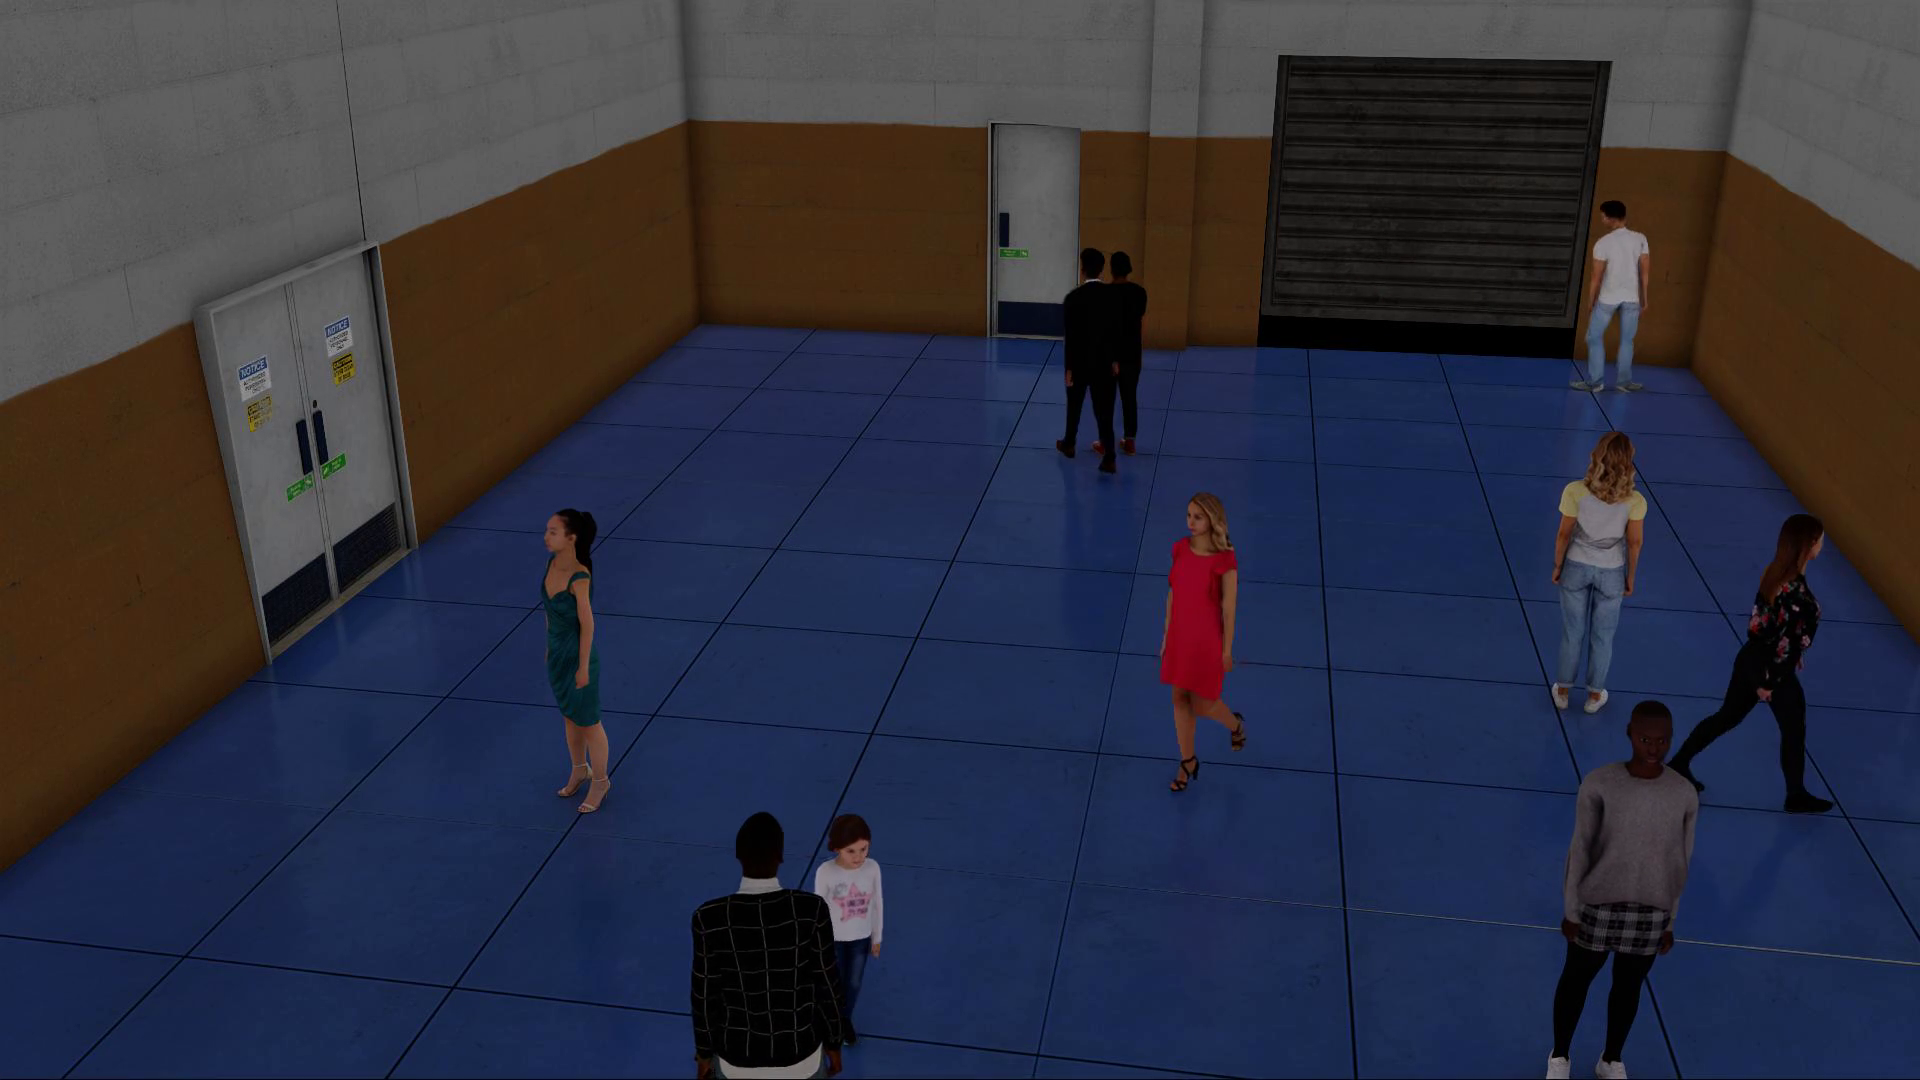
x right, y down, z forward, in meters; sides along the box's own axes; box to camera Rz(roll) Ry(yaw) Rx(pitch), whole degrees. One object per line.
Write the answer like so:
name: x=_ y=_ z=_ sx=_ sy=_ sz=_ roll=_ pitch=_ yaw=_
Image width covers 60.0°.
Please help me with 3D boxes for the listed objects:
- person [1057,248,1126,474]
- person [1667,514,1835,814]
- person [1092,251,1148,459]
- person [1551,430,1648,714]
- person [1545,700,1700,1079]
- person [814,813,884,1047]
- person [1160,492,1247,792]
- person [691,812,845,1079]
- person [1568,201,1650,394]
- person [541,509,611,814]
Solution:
person: x=1.117 y=-1.417 z=13.616 sx=1.253 sy=1.837 sz=1.134 roll=-6 pitch=23 yaw=-15
person: x=4.135 y=0.660 z=8.710 sx=1.077 sy=1.641 sz=0.606 roll=3 pitch=22 yaw=7
person: x=1.351 y=-1.571 z=14.108 sx=0.599 sy=1.756 sz=0.743 roll=-3 pitch=22 yaw=-9
person: x=3.715 y=0.192 z=9.744 sx=0.551 sy=1.722 sz=0.734 roll=9 pitch=24 yaw=21
person: x=2.614 y=1.439 z=6.594 sx=0.481 sy=1.772 sz=0.676 roll=3 pitch=22 yaw=6
person: x=-0.496 y=1.620 z=7.045 sx=0.519 sy=1.101 sz=0.597 roll=-6 pitch=23 yaw=-15
person: x=1.335 y=0.531 z=8.935 sx=0.892 sy=1.711 sz=0.868 roll=-19 pitch=29 yaw=-39
person: x=-0.656 y=1.747 z=5.727 sx=0.684 sy=1.847 sz=0.818 roll=-3 pitch=22 yaw=-8
person: x=6.311 y=-2.293 z=15.805 sx=0.572 sy=1.831 sz=0.972 roll=5 pitch=22 yaw=12
person: x=-2.026 y=0.633 z=8.720 sx=0.687 sy=1.683 sz=0.611 roll=-18 pitch=28 yaw=-37
